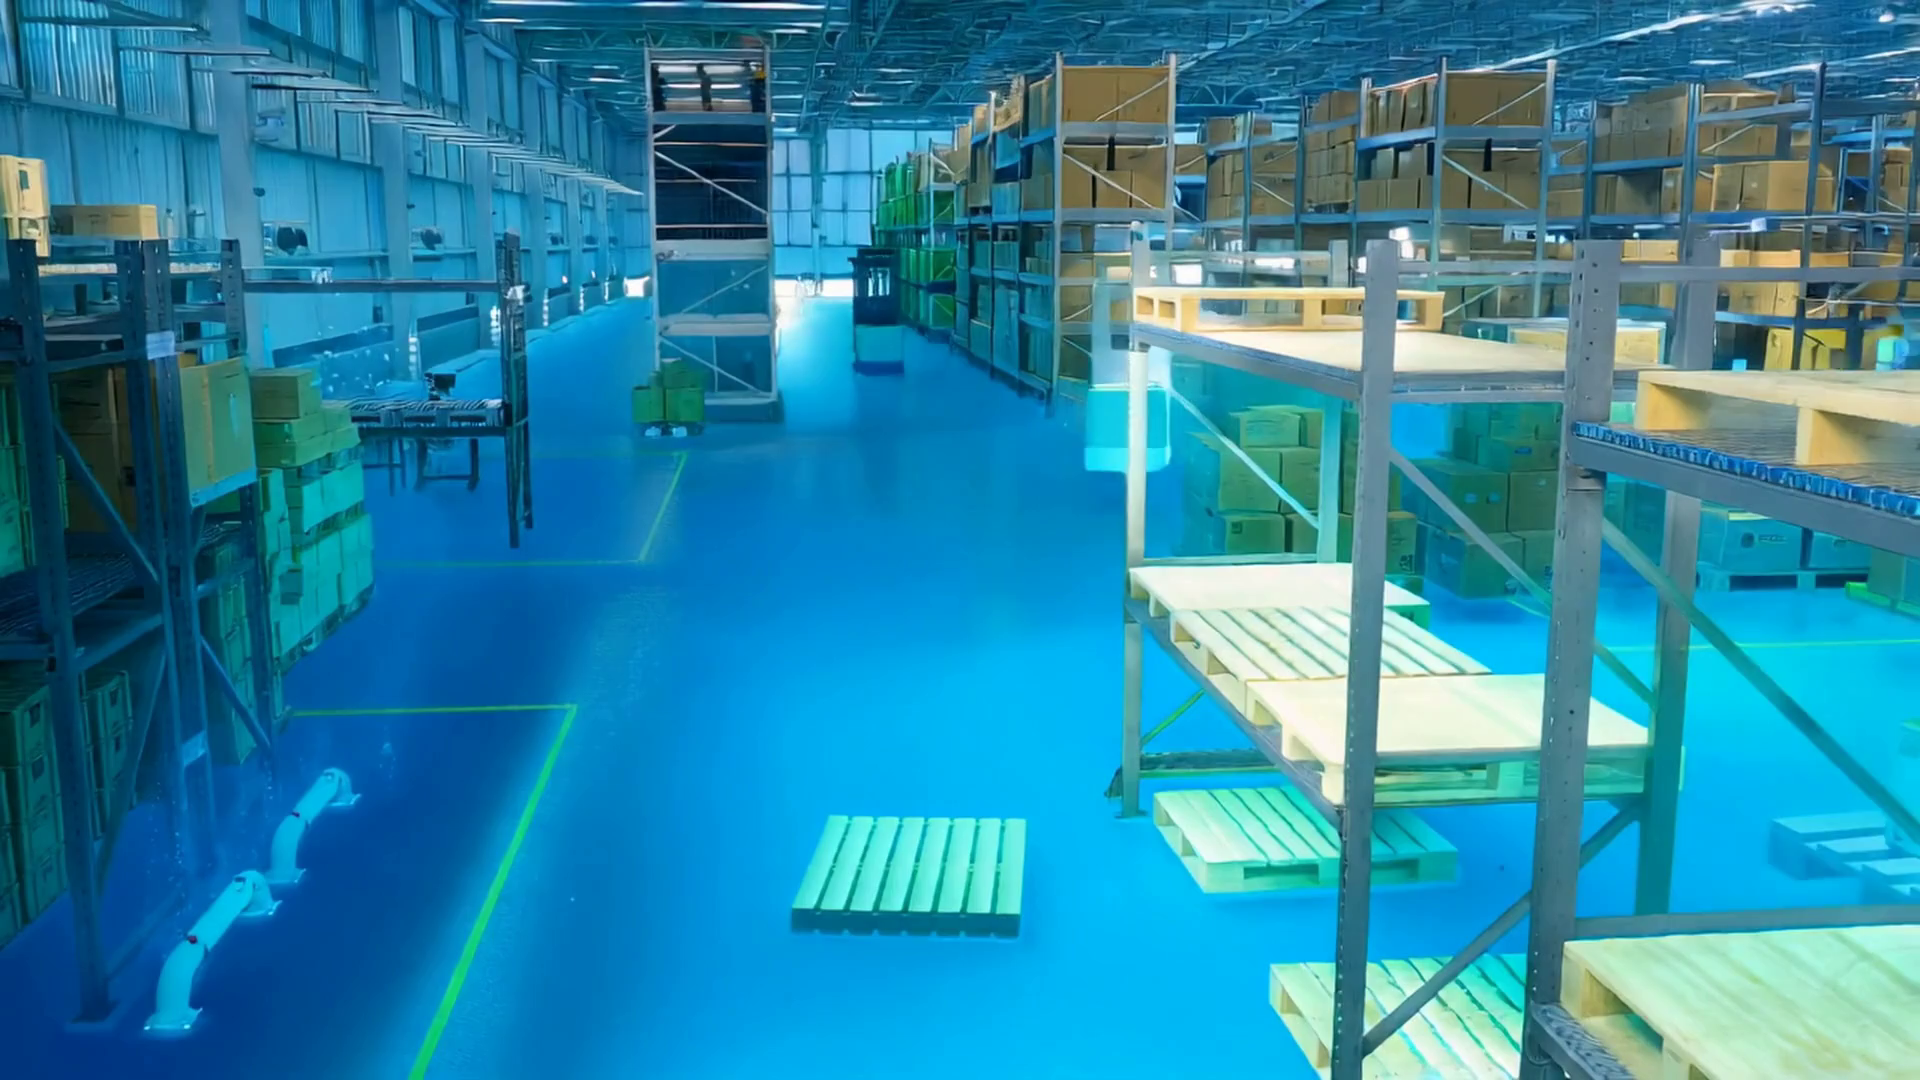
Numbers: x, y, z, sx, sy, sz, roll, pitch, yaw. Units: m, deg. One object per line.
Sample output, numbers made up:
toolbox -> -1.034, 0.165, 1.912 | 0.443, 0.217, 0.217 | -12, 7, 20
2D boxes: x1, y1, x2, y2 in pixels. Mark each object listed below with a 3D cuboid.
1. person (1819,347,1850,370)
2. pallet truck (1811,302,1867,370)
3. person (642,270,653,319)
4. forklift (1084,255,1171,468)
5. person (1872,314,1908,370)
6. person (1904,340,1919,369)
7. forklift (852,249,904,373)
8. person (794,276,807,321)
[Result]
person -> 10.024, -1.322, 19.230 | 0.875, 1.811, 0.630 | -6, 12, -31
pallet truck -> 15.846, -3.142, 28.793 | 1.885, 1.965, 0.823 | 2, 10, 12
person -> -12.058, -9.526, 64.463 | 0.402, 1.895, 0.653 | 8, 13, 38
forklift -> 2.292, -2.450, 22.509 | 1.129, 2.768, 1.873 | 2, 10, 9
person -> 14.315, -2.539, 25.741 | 0.877, 1.907, 0.550 | -3, 11, -16
person -> 11.712, -1.557, 20.097 | 0.927, 1.953, 0.632 | -3, 11, -15
forklift -> -1.893, -5.292, 38.257 | 1.129, 2.768, 1.873 | -1, 10, -6
person -> -6.016, -9.134, 62.814 | 0.504, 1.688, 0.895 | 1, 10, 4
